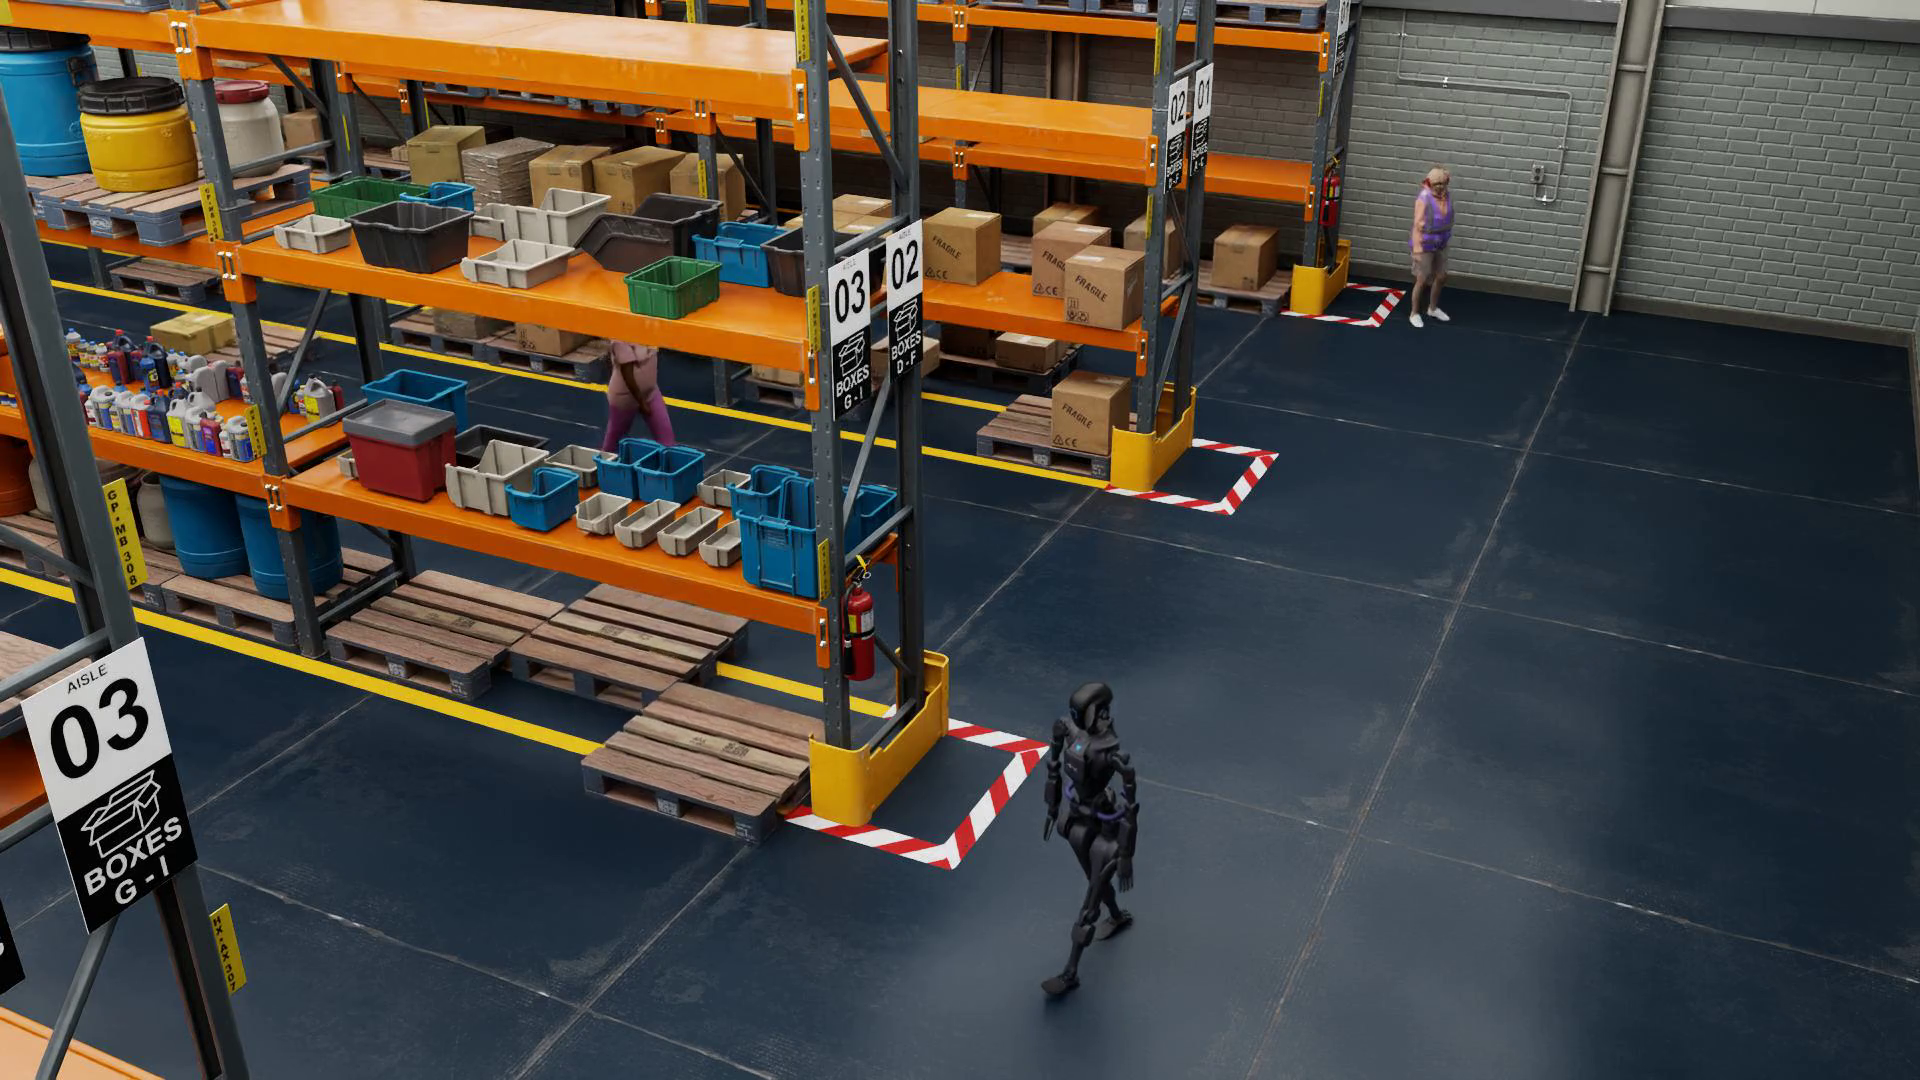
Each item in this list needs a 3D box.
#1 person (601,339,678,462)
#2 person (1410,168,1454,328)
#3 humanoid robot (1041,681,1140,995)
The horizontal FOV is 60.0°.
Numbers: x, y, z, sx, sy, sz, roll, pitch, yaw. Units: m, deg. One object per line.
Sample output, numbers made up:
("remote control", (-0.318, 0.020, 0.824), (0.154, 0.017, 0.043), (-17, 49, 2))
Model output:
("person", (-2.467, -1.110, 12.880), (0.991, 1.740, 0.484), (12, 29, 22))
("person", (4.719, -2.928, 16.660), (0.567, 1.656, 0.376), (-14, 30, -26))
("humanoid robot", (0.629, 1.374, 7.978), (0.778, 1.621, 0.590), (-22, 34, -37))
